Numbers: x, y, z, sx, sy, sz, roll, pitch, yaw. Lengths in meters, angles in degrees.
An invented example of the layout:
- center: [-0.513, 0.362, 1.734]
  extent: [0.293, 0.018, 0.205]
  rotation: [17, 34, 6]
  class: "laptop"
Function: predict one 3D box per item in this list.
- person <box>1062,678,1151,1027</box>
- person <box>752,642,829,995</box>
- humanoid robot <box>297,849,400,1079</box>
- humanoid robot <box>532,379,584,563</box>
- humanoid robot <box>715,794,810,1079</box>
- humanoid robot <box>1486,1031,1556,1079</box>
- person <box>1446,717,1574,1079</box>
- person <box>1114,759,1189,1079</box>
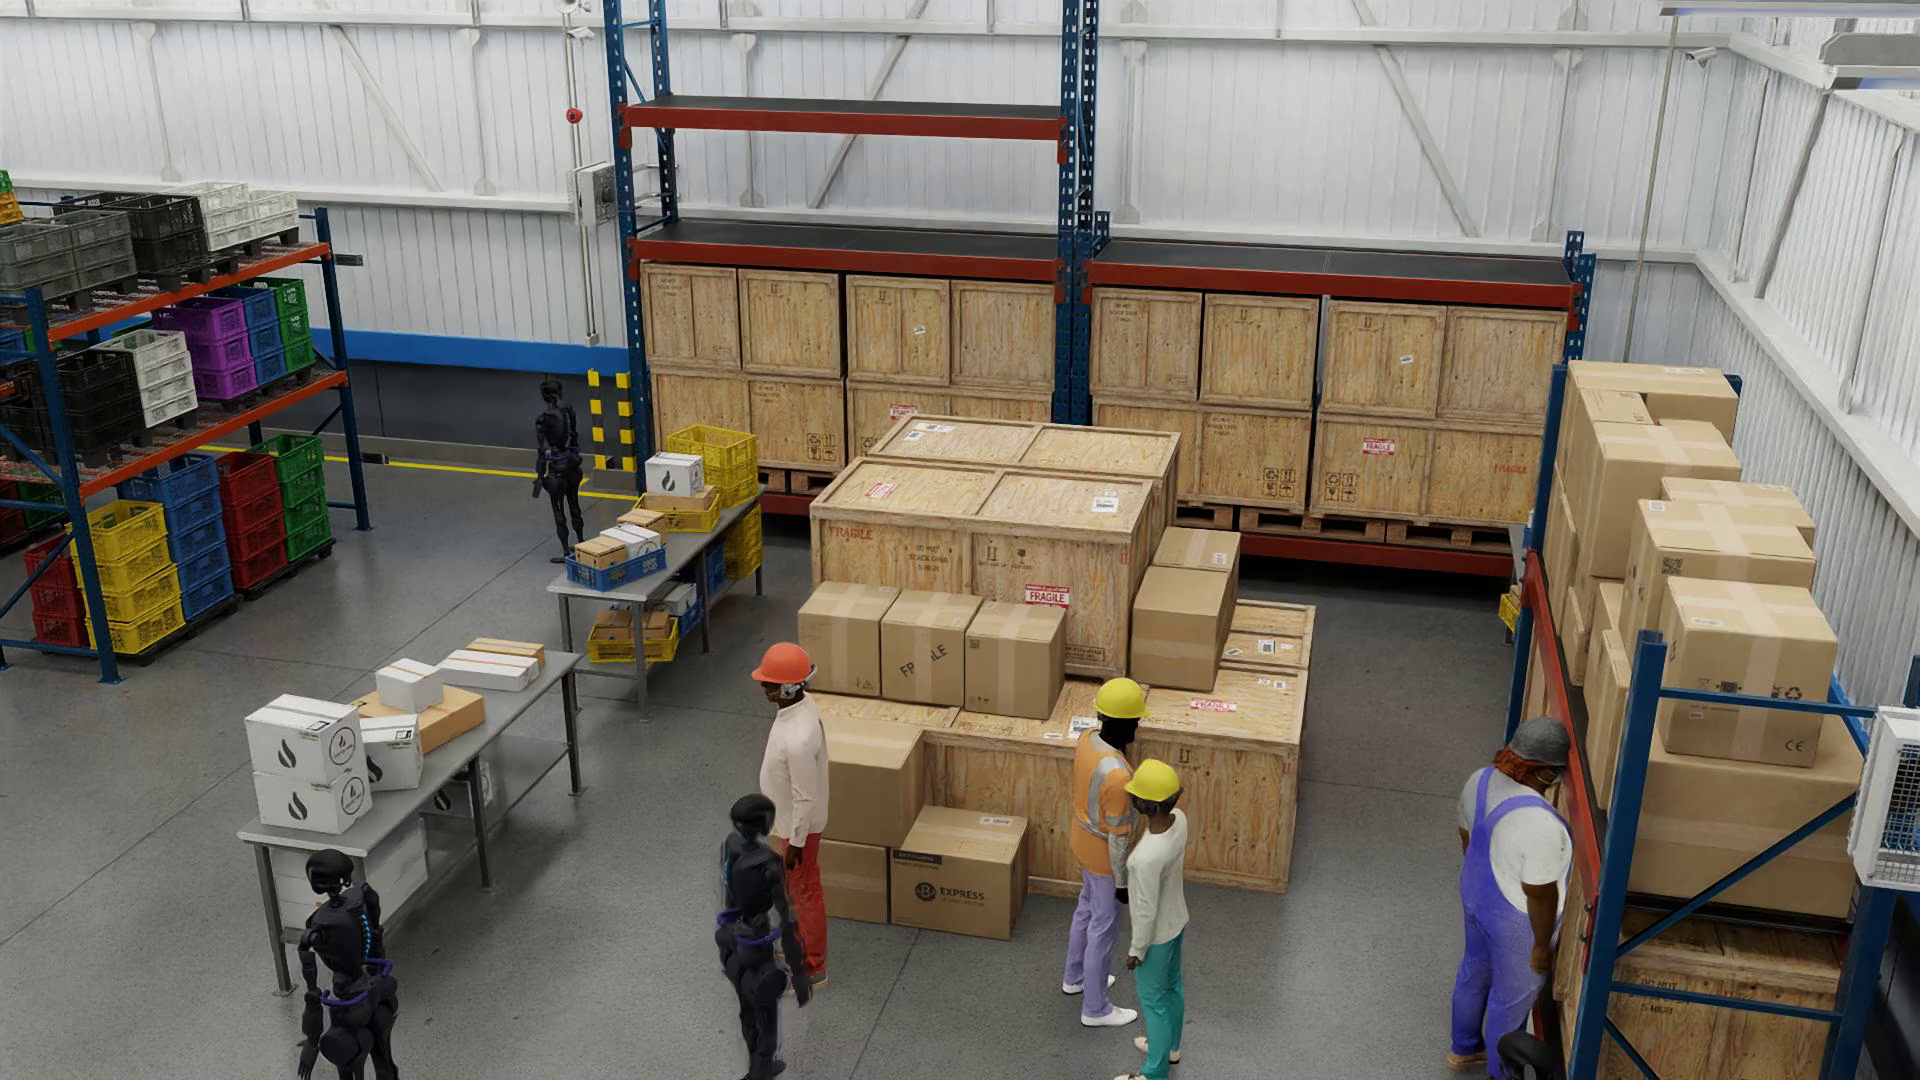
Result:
- center: [0.766, 1.594, 8.579]
  extent: [0.392, 1.915, 0.583]
  rotation: [-4, 21, -11]
  class: "person"
- center: [-0.877, 1.460, 8.812]
  extent: [0.374, 1.995, 0.607]
  rotation: [-3, 21, -8]
  class: "person"
- center: [-2.748, 2.121, 7.506]
  extent: [0.331, 1.657, 0.586]
  rotation: [5, 22, 14]
  class: "humanoid robot"
- center: [-3.528, -0.615, 14.666]
  extent: [0.315, 1.656, 0.609]
  rotation: [9, 23, 21]
  class: "humanoid robot"
- center: [-1.027, 1.961, 7.940]
  extent: [0.491, 1.659, 0.640]
  rotation: [-14, 25, -33]
  class: "humanoid robot"
- center: [2.062, 2.581, 6.301]
  extent: [0.331, 1.657, 0.586]
  rotation: [18, 27, 39]
  class: "humanoid robot"
- center: [2.682, 1.758, 7.966]
  extent: [0.536, 2.000, 0.672]
  rotation: [-5, 21, -12]
  class: "person"
- center: [0.928, 1.867, 8.062]
  extent: [0.329, 1.767, 0.525]
  rotation: [10, 23, 25]
  class: "person"
